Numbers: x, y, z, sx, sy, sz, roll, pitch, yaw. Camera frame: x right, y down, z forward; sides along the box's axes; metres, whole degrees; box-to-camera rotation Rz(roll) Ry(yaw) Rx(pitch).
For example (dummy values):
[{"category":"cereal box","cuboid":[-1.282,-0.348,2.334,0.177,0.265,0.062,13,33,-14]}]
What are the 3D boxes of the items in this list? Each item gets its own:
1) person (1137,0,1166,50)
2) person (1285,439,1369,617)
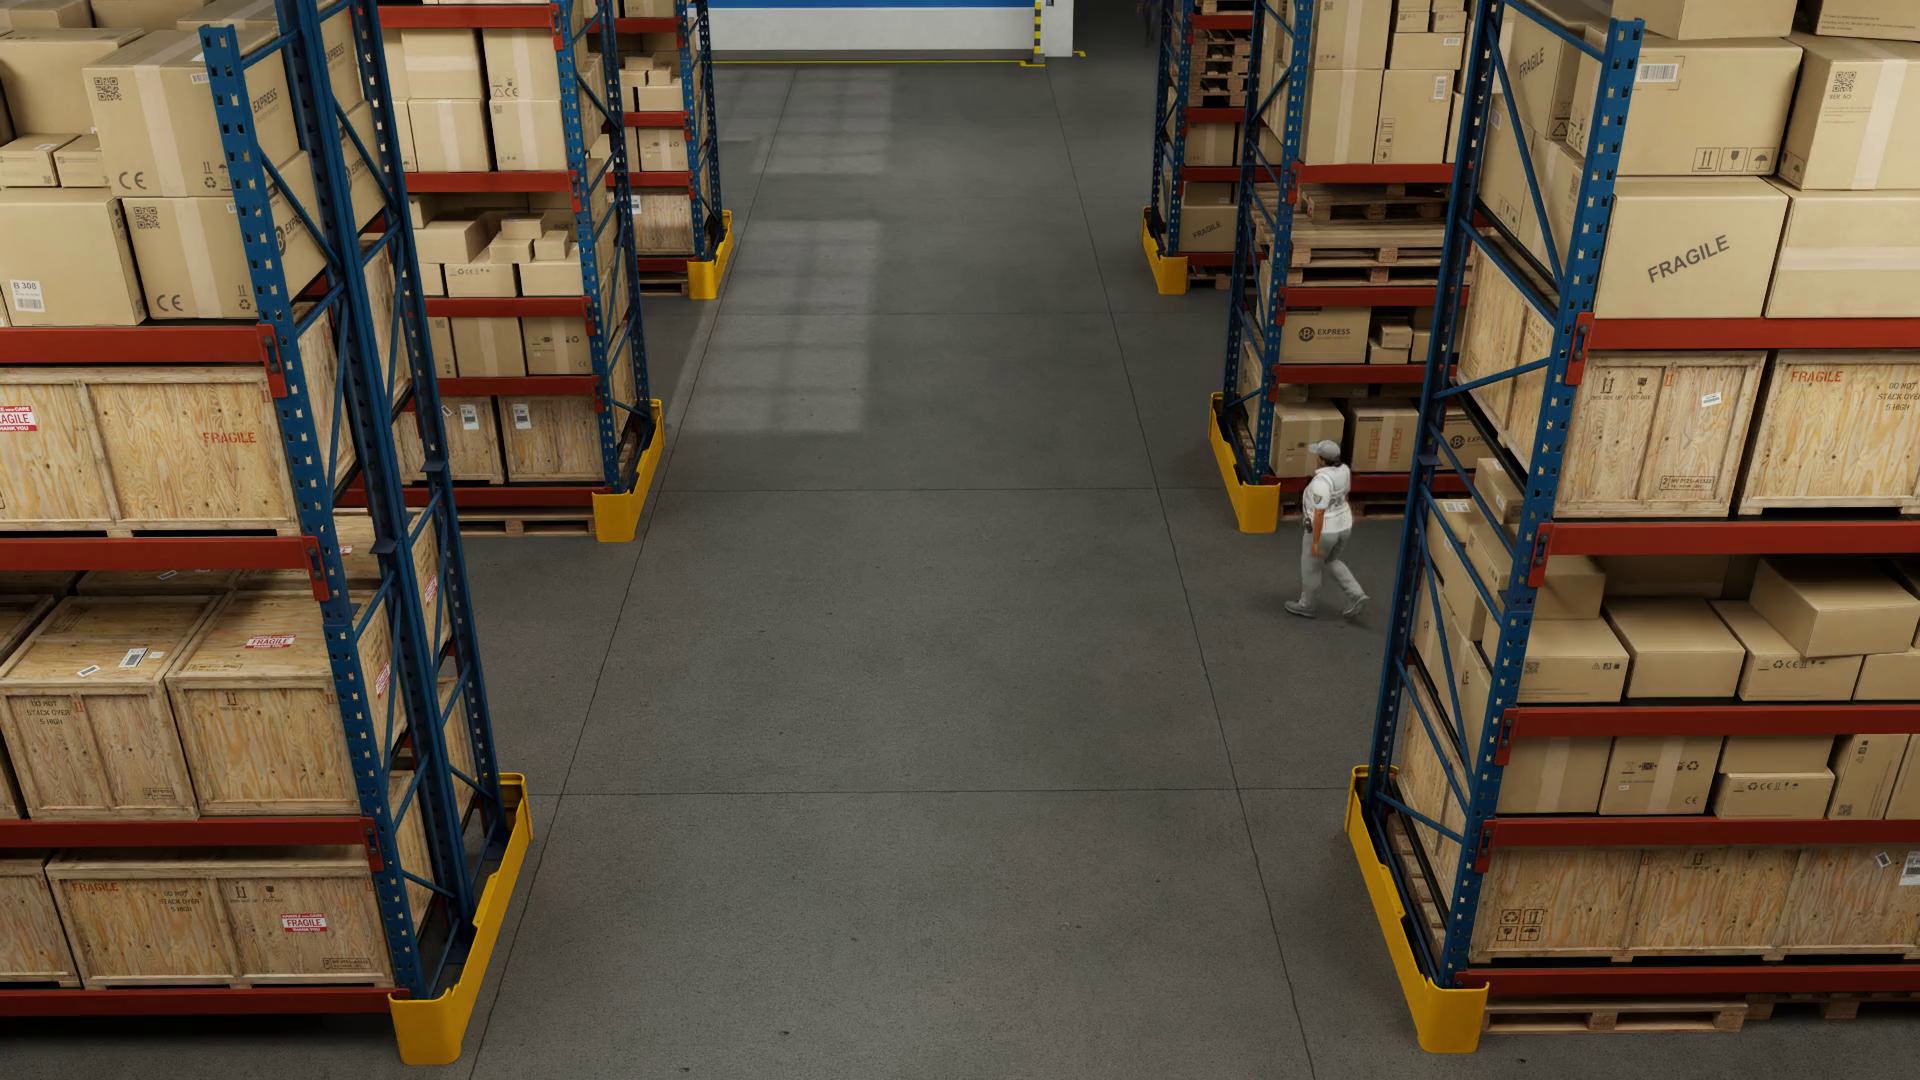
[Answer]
[{"category":"person","cuboid":[3.943,-10.988,34.432,0.545,1.633,0.787,15,32,26]},{"category":"person","cuboid":[3.181,-0.067,14.144,0.514,1.654,0.676,-25,37,-38]}]
